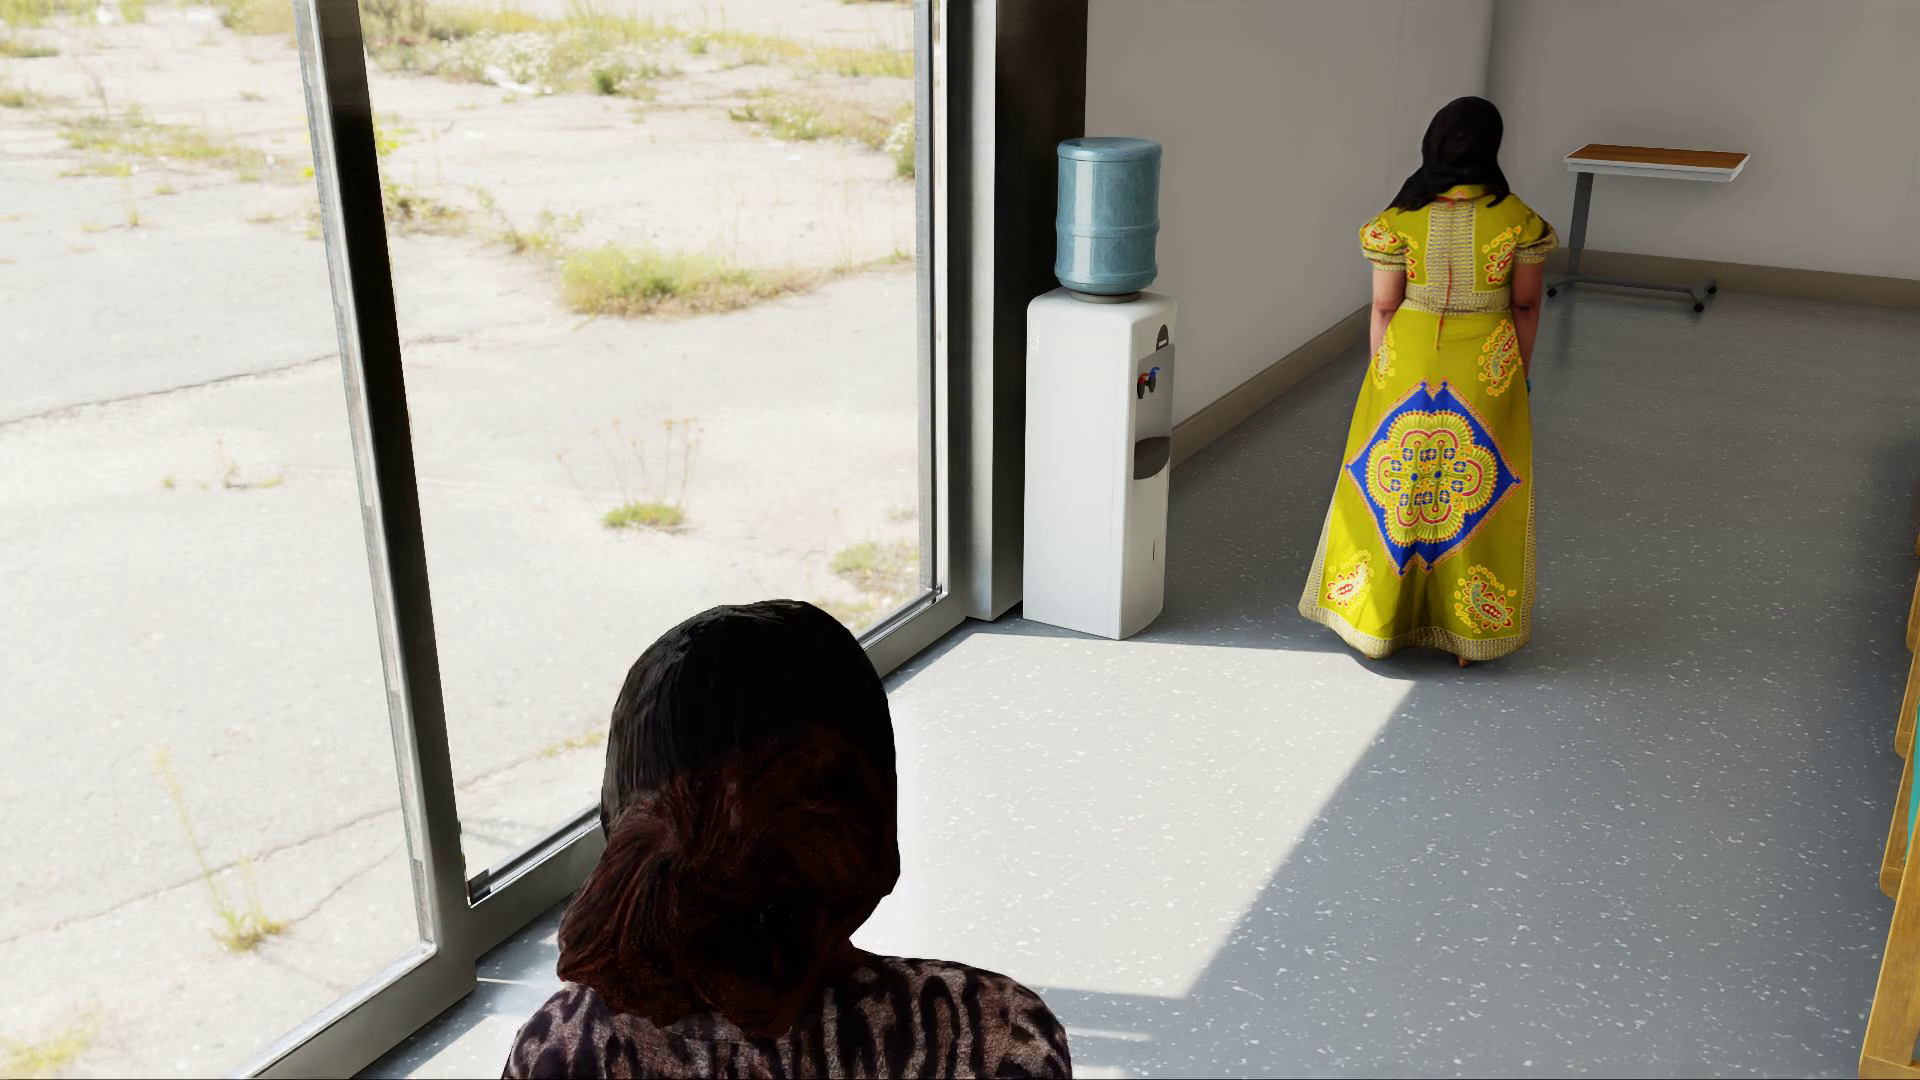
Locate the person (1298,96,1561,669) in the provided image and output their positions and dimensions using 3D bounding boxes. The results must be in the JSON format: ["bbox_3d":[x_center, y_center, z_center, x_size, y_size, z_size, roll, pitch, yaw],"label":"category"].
[{"bbox_3d":[1.392,-0.432,4.789,0.853,1.661,1.013,4,21,11],"label":"person"}]

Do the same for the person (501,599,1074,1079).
[{"bbox_3d":[-0.102,0.875,1.294,1.072,1.692,0.892,3,21,7],"label":"person"}]
